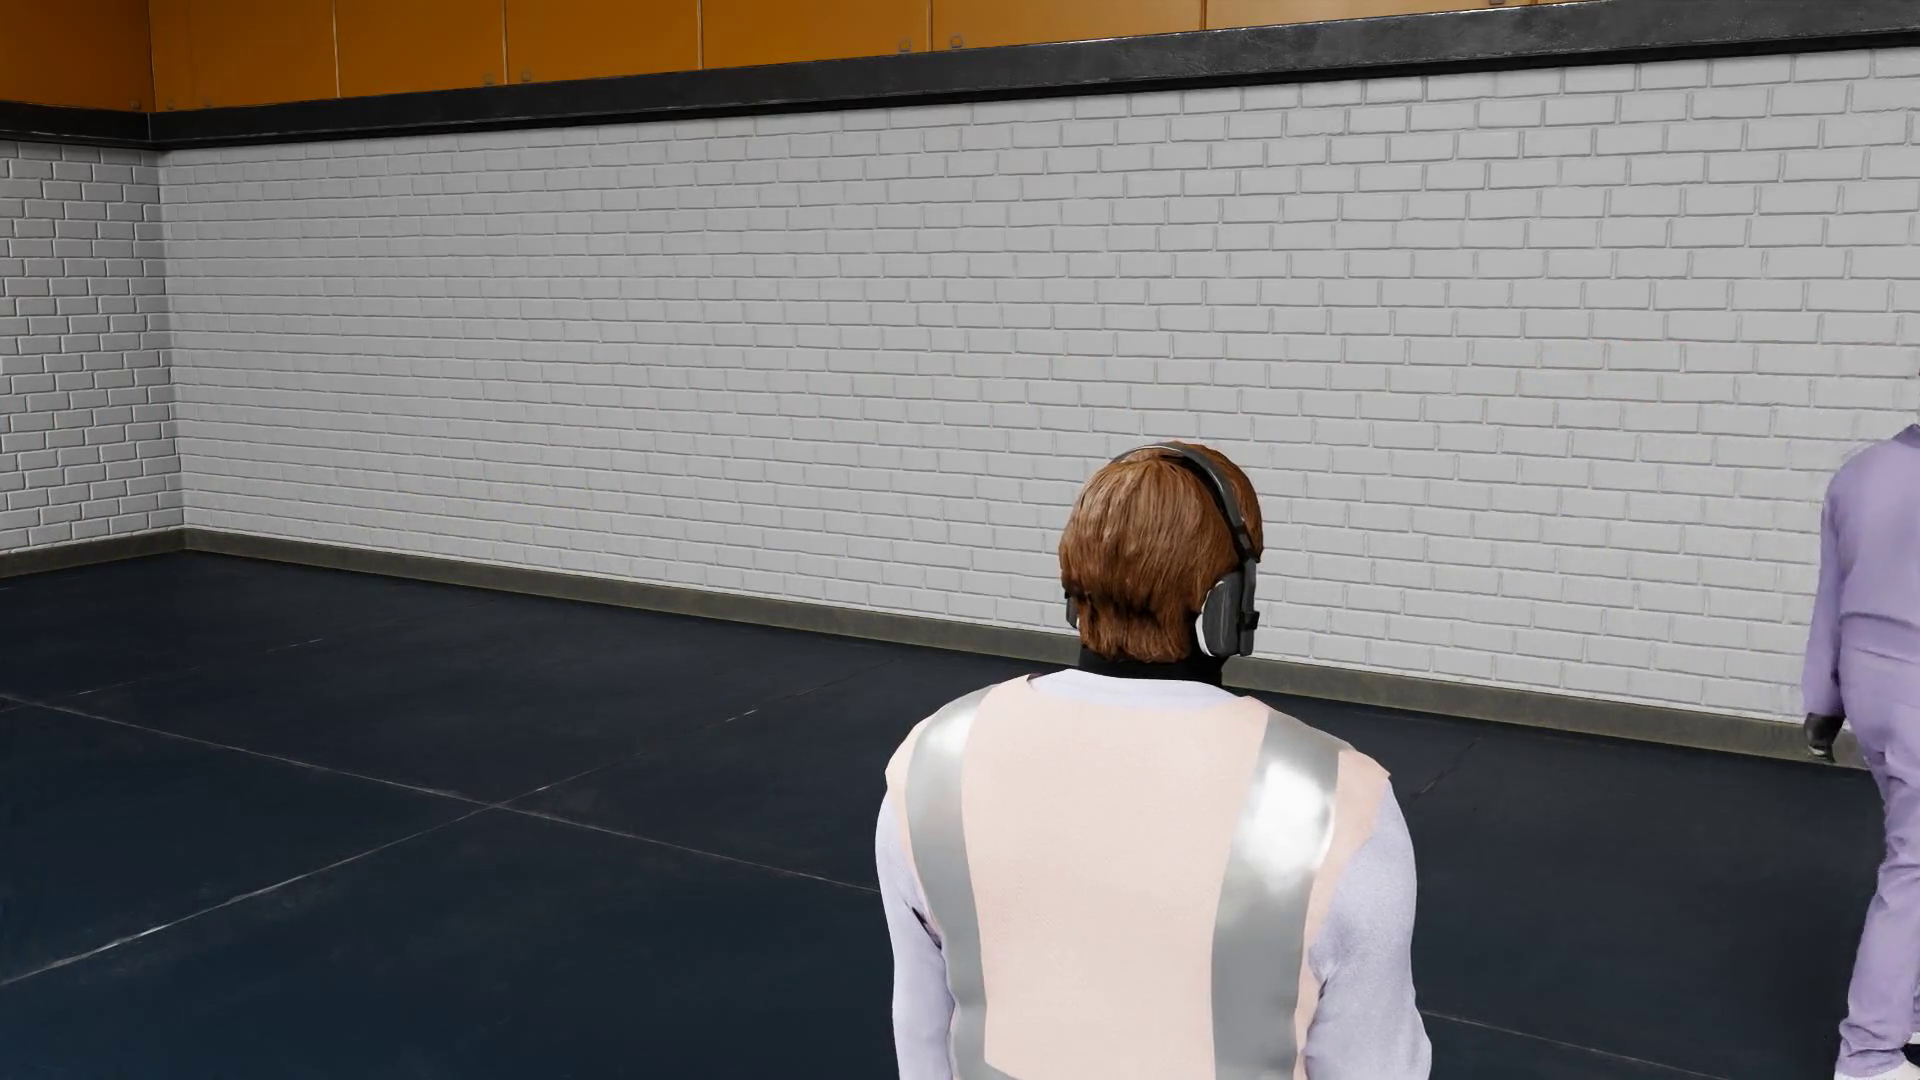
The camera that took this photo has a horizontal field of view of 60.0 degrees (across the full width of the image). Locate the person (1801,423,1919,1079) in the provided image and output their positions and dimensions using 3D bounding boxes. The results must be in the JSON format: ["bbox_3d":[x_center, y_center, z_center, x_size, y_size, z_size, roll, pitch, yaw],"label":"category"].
[{"bbox_3d":[2.458,0.441,4.037,0.708,1.882,0.684,-2,9,-12],"label":"person"}]

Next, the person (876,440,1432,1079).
[{"bbox_3d":[0.224,0.806,1.915,0.626,1.844,0.429,5,10,27],"label":"person"}]
